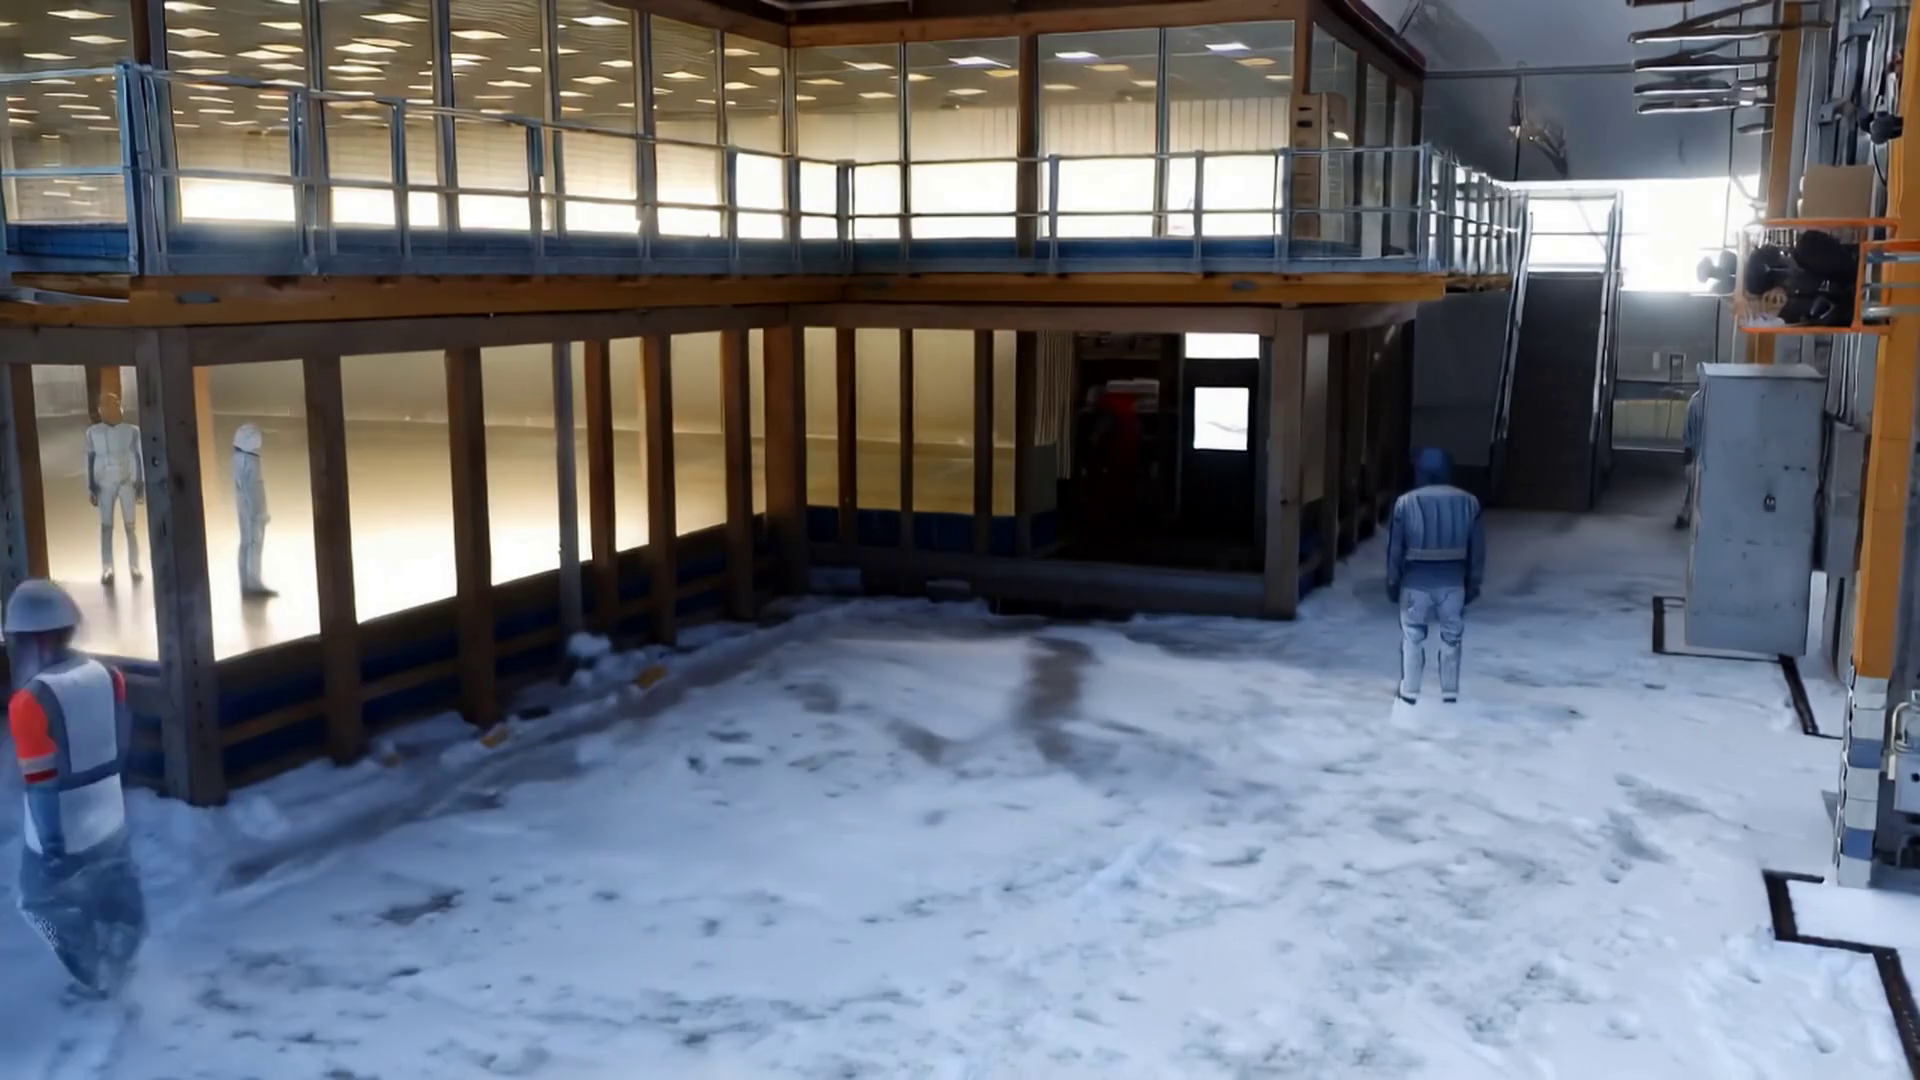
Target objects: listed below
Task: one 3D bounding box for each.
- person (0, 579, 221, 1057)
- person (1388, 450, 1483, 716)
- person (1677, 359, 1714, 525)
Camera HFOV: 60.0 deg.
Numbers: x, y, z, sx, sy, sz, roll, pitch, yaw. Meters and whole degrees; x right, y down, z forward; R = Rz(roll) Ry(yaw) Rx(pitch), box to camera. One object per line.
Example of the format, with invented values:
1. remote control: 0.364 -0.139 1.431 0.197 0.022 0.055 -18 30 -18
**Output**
1. person: -3.340 1.086 6.393 0.885 1.908 0.547 3 10 17
2. person: 3.238 0.298 11.428 0.625 1.844 0.429 0 9 -3
3. person: 8.933 -1.166 19.983 0.609 1.995 0.378 -5 10 -28
